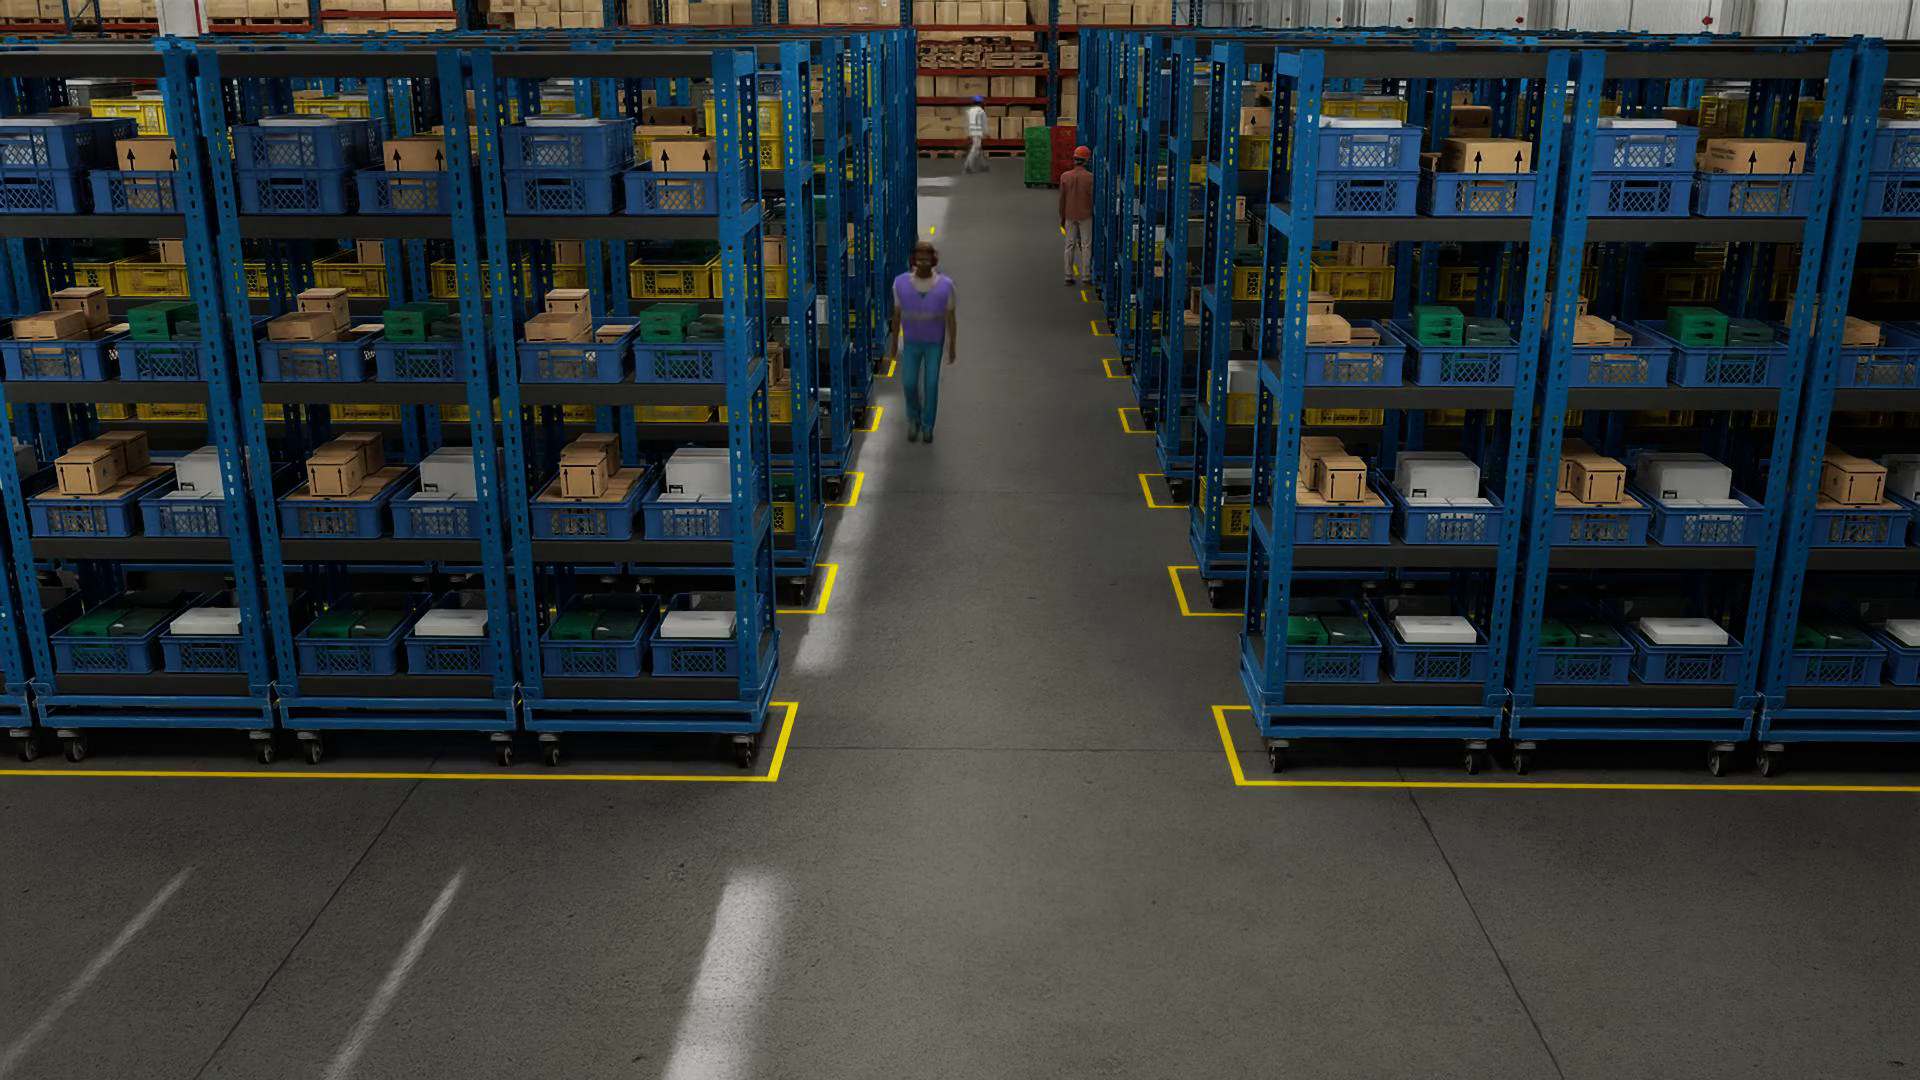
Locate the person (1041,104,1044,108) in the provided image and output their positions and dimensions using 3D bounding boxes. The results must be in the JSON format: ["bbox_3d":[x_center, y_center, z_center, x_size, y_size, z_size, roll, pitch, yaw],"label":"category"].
[{"bbox_3d":[2.927,-15.059,57.303,0.952,1.866,0.657,0,17,1],"label":"person"}]

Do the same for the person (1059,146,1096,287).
[{"bbox_3d":[1.727,-4.643,23.890,0.623,1.992,0.396,9,20,27],"label":"person"}]

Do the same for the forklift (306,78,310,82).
[{"bbox_3d":[-17.001,-11.338,43.772,1.873,2.768,1.129,0,17,1],"label":"forklift"}]

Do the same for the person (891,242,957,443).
[{"bbox_3d":[-0.325,-1.761,14.975,0.602,1.824,0.514,1,17,2],"label":"person"}]

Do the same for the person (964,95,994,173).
[{"bbox_3d":[0.448,-10.150,41.605,1.008,1.898,0.598,-11,21,-32],"label":"person"}]
